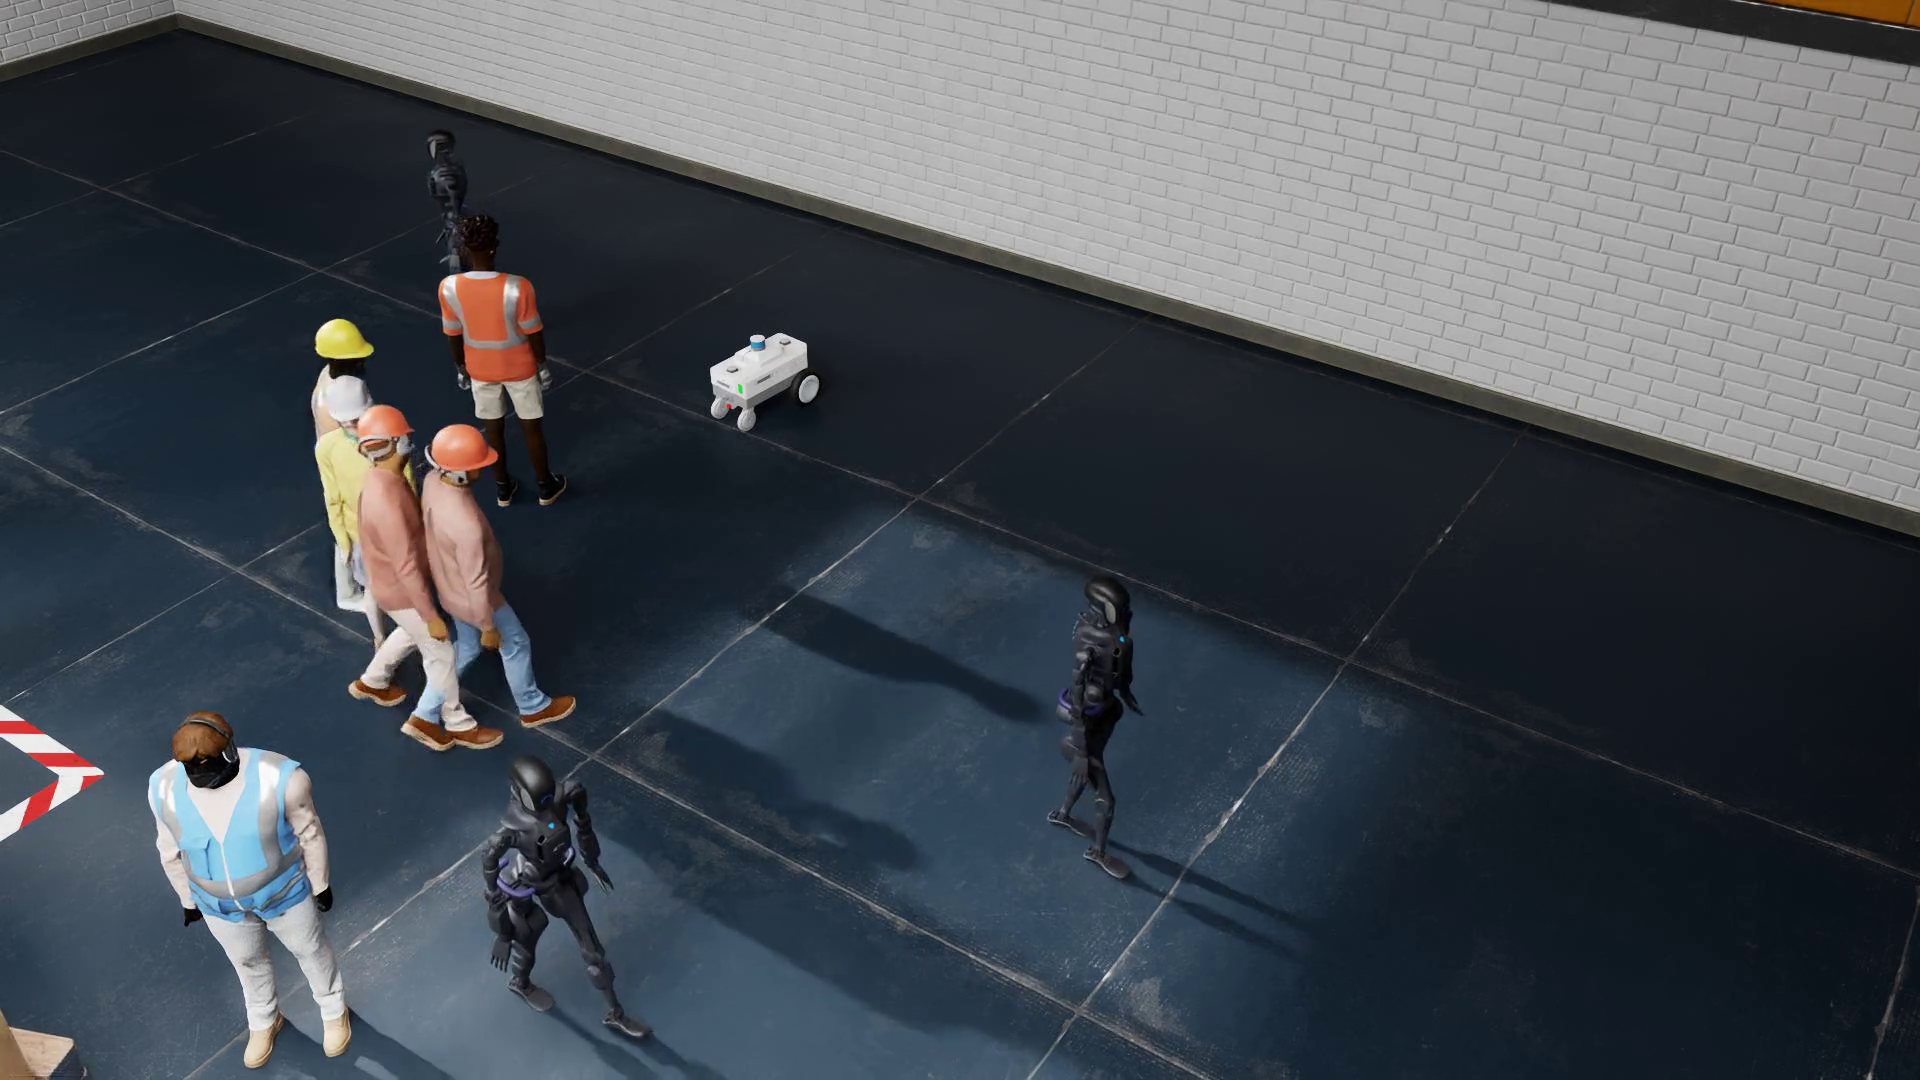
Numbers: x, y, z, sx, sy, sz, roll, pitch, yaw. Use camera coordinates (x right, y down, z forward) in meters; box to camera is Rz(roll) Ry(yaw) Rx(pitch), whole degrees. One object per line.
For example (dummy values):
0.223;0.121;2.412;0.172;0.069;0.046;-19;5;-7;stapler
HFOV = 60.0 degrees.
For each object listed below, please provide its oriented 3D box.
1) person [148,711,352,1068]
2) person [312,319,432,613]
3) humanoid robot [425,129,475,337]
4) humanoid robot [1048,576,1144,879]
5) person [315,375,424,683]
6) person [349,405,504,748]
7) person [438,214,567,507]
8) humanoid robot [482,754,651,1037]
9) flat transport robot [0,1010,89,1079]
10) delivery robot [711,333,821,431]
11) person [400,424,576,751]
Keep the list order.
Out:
-2.902;1.440;6.835;0.632;1.843;0.429;-5;35;-7;person
-3.287;-0.389;9.411;0.888;1.883;0.603;-2;35;-3;person
-3.638;-2.245;12.245;0.512;1.641;0.600;-13;37;-18;humanoid robot
0.672;0.830;7.859;0.537;1.642;0.602;18;39;24;humanoid robot
-3.123;-0.065;8.945;0.478;1.889;0.398;-14;37;-19;person
-2.868;0.258;8.433;0.765;1.952;0.722;-6;35;-9;person
-2.844;-1.086;10.336;0.602;1.966;0.372;1;35;2;person
-1.721;1.478;6.954;0.753;1.619;0.611;24;41;30;humanoid robot
-4.296;2.517;6.667;0.659;0.231;1.431;7;36;10;flat transport robot
-1.382;-1.154;11.680;0.499;0.614;0.803;25;42;32;delivery robot
-2.500;0.266;8.411;0.866;1.953;0.639;-23;41;-29;person
